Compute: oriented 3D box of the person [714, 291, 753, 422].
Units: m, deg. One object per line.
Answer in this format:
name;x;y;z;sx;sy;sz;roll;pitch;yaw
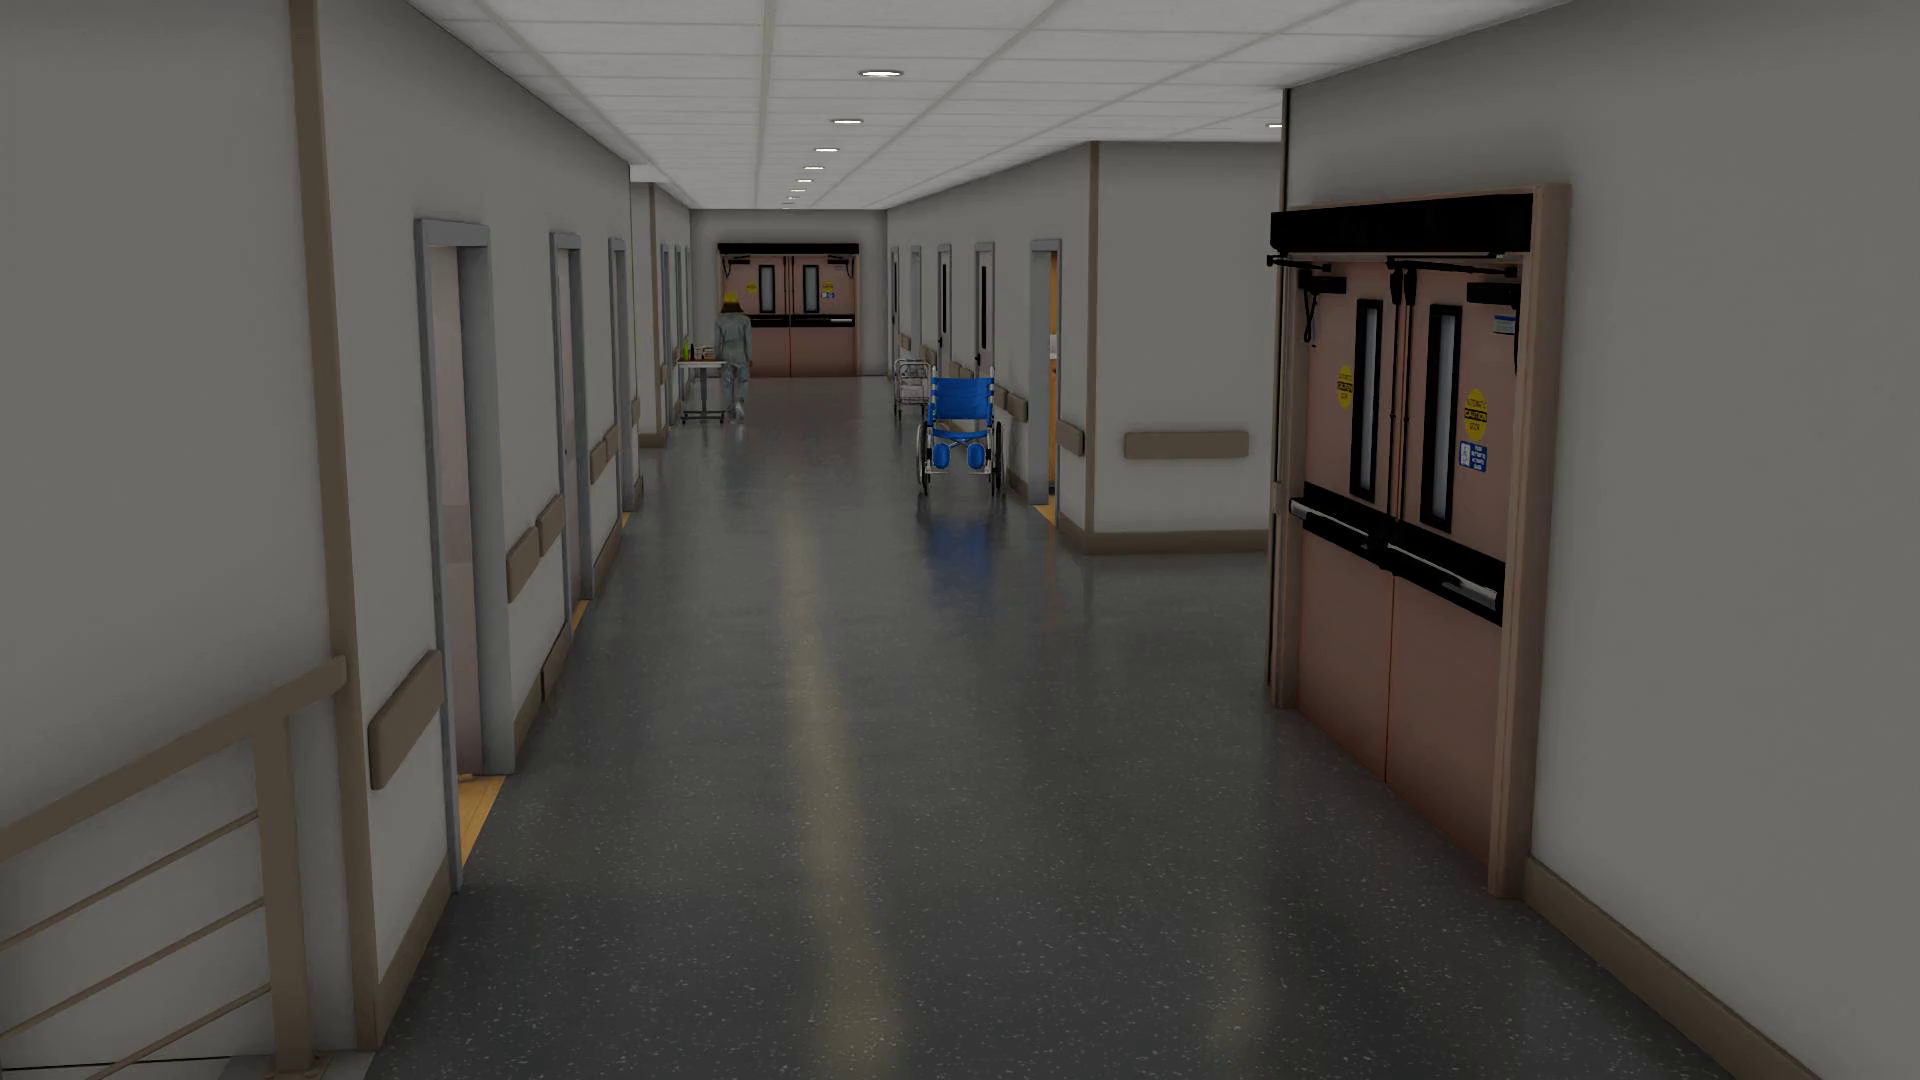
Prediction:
person;-2.994;-2.416;21.977;0.508;1.728;0.402;-1;10;-3
